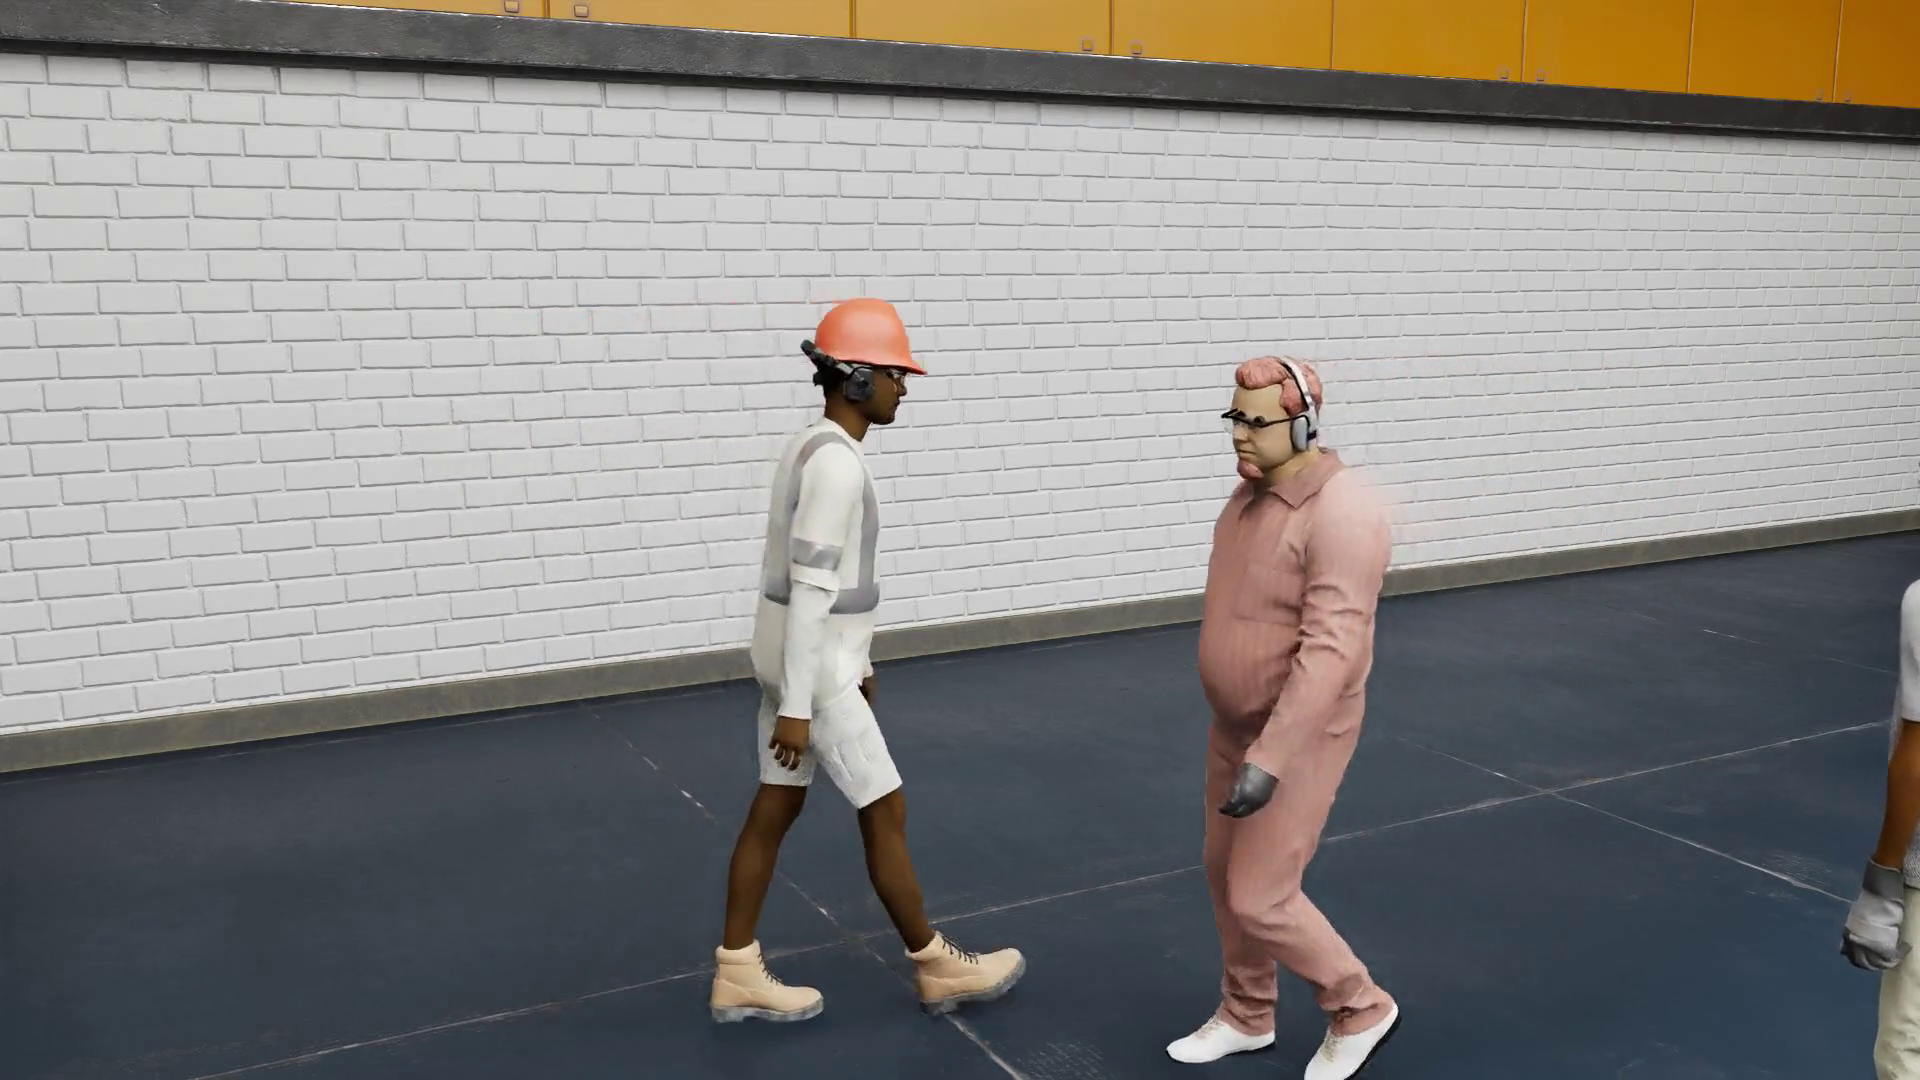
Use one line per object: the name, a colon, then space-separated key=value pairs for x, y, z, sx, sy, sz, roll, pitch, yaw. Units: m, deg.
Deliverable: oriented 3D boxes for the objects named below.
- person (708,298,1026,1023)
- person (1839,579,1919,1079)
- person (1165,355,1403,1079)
person: x=-0.259 y=0.352 z=4.552 sx=0.983 sy=1.993 sz=0.631 roll=-2 pitch=10 yaw=-12
person: x=1.946 y=0.649 z=3.245 sx=0.532 sy=1.861 sz=0.332 roll=-5 pitch=11 yaw=-26
person: x=0.831 y=0.482 z=4.132 sx=0.514 sy=1.884 sz=0.654 roll=-3 pitch=10 yaw=-16
